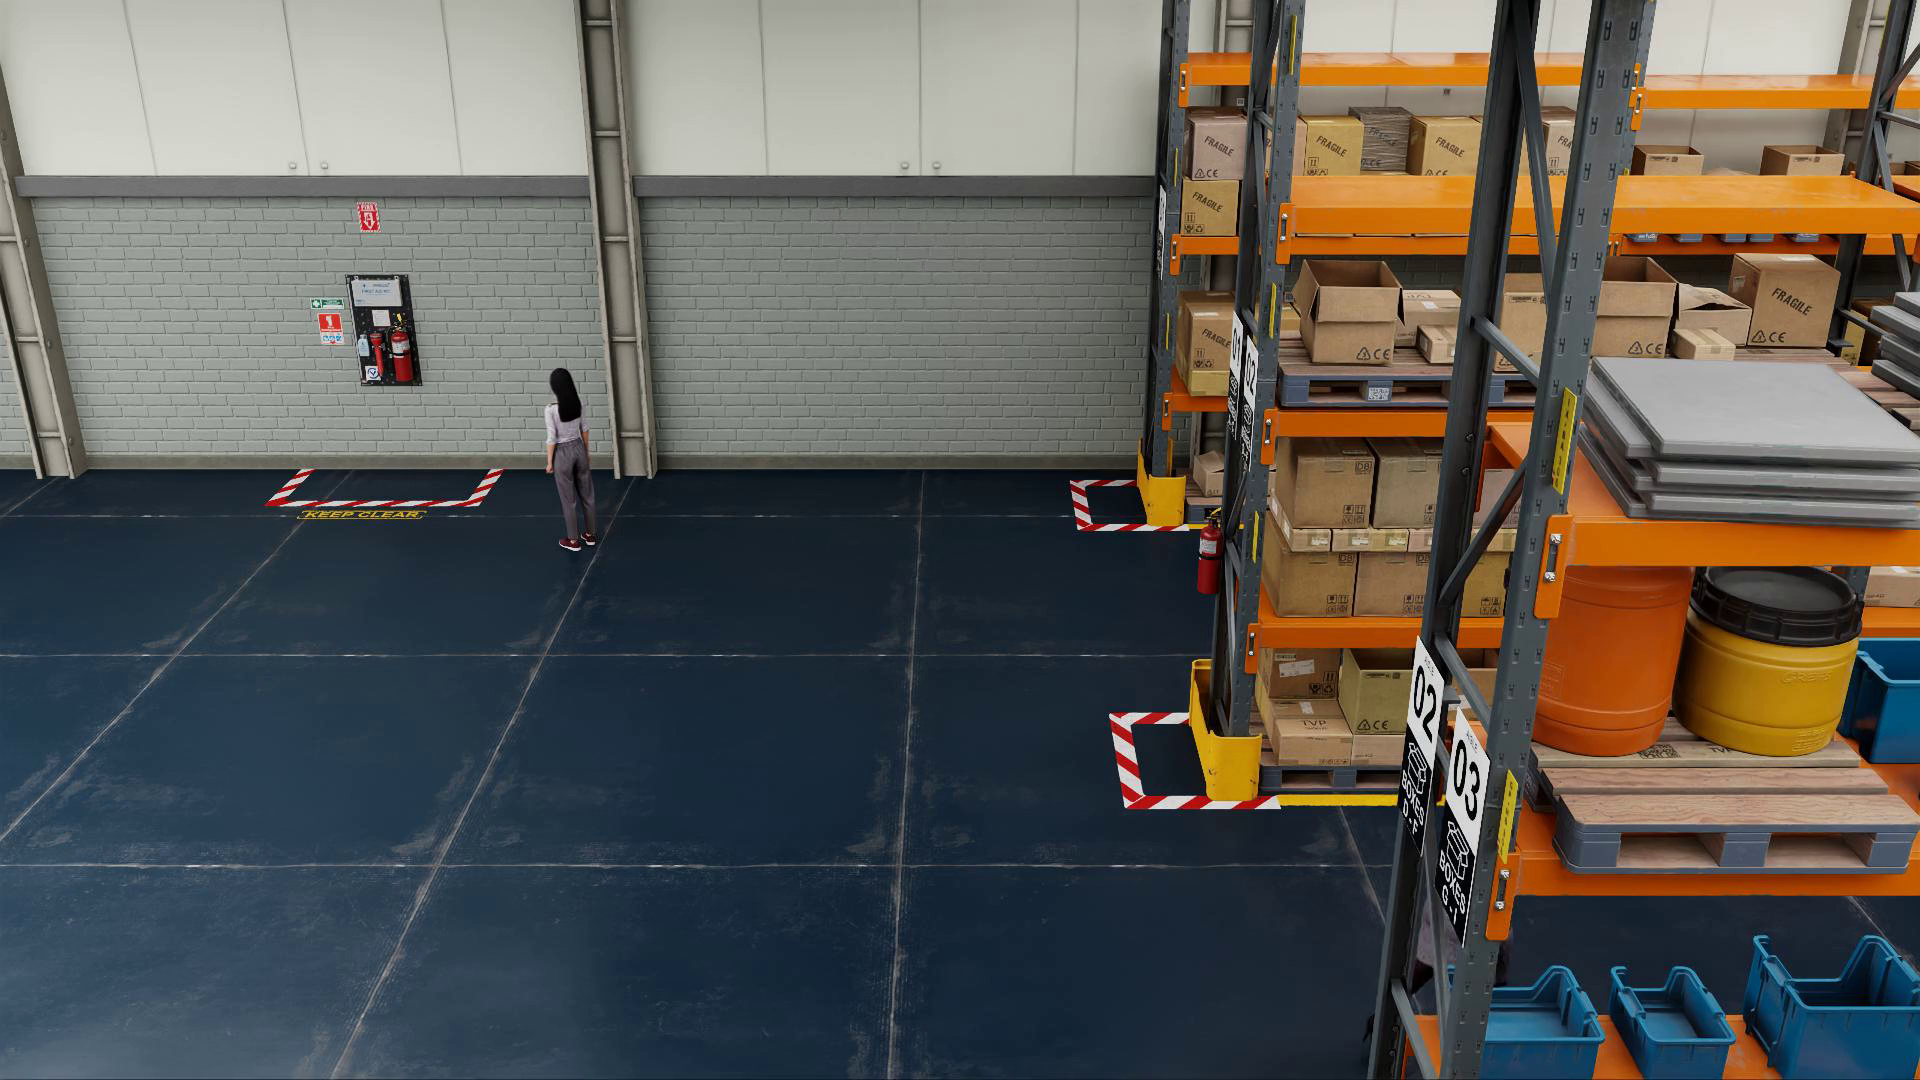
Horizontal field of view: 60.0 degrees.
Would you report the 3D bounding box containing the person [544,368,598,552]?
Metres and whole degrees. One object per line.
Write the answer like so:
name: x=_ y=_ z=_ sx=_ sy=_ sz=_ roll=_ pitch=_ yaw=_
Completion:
person: x=-3.577 y=-0.748 z=15.285 sx=0.668 sy=1.736 sz=0.735 roll=-20 pitch=30 yaw=-39
